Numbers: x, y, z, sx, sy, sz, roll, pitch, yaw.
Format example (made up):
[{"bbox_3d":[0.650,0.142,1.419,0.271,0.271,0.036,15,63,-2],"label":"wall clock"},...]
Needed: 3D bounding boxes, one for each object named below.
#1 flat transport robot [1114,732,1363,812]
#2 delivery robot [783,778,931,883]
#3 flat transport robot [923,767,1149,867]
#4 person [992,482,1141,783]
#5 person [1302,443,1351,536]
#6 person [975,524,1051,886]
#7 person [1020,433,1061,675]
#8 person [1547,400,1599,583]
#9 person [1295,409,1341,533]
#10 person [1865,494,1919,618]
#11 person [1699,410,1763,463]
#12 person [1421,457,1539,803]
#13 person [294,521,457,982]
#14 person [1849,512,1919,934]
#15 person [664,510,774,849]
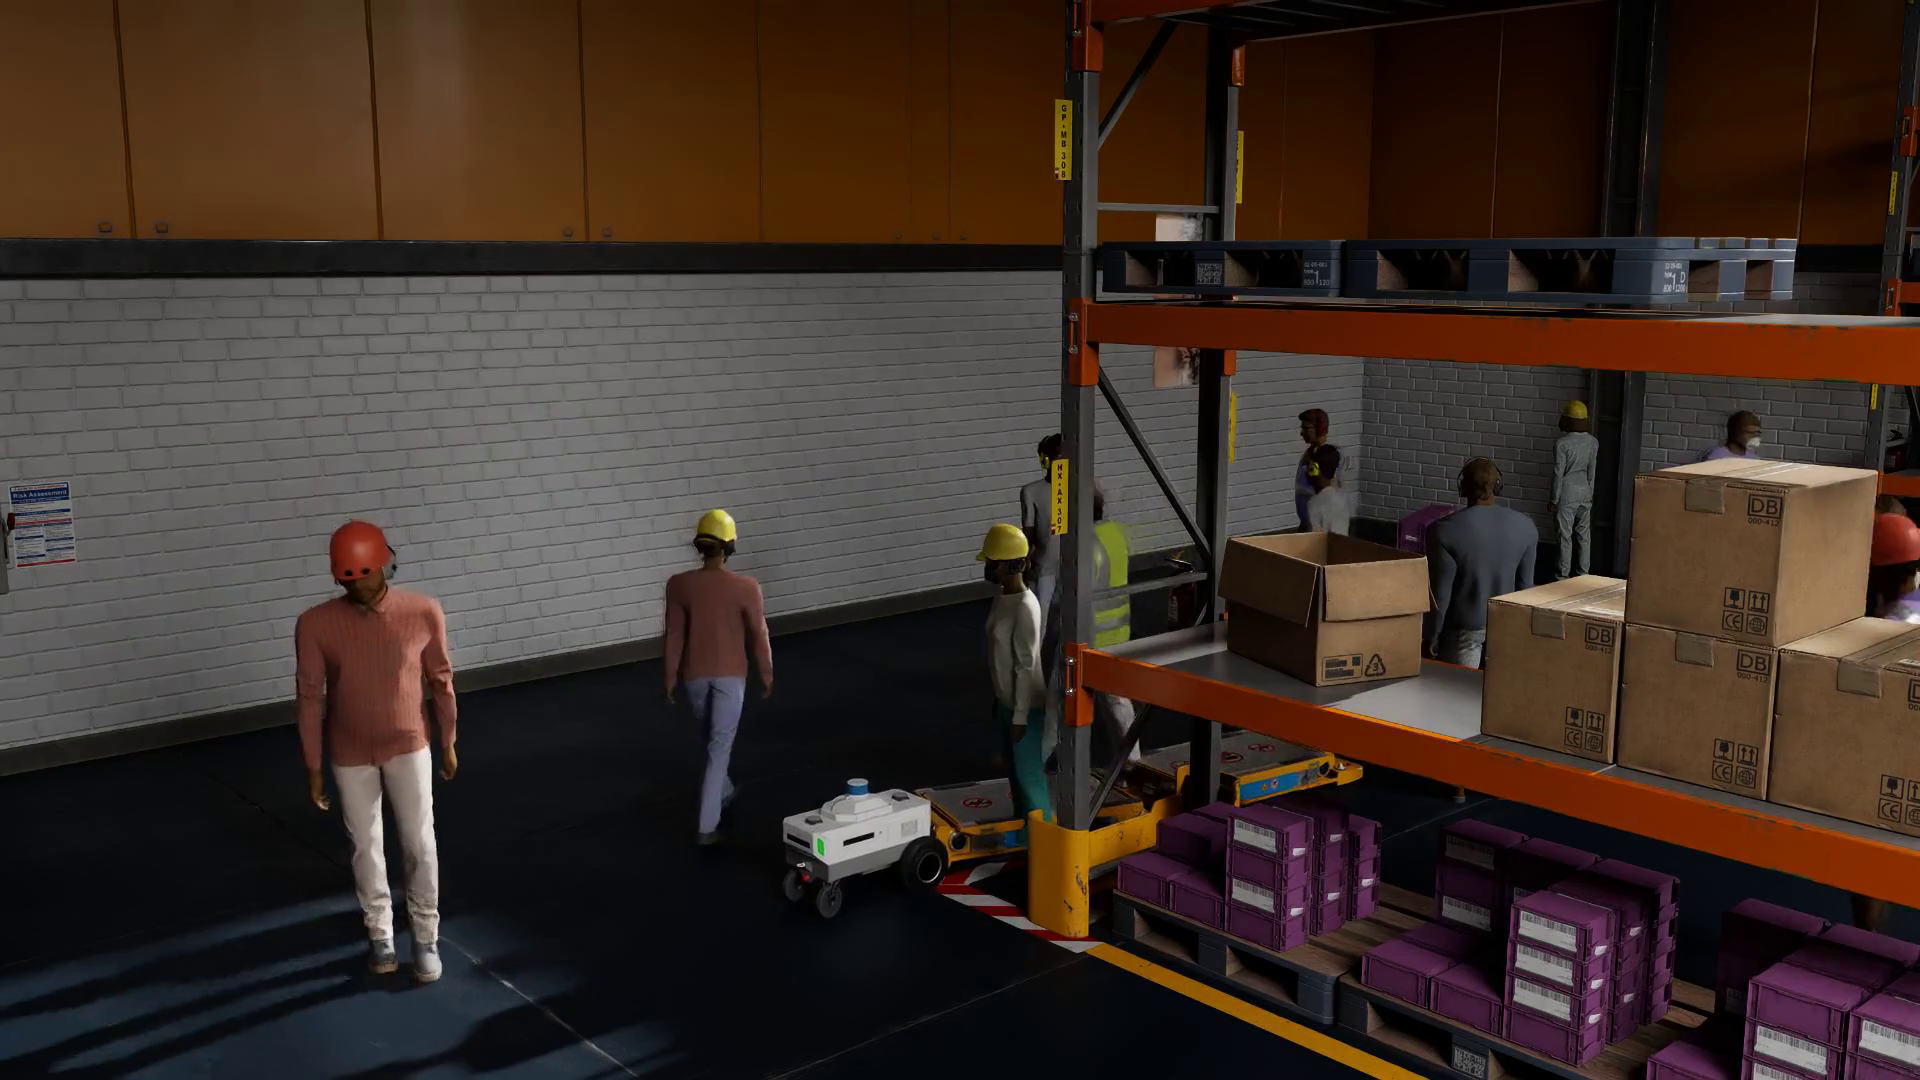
[{"bbox_3d":[1.548,1.304,9.418,1.431,0.197,0.652,-7,12,-34],"label":"flat transport robot"},{"bbox_3d":[-0.485,1.376,7.890,0.707,0.478,0.477,-8,13,-40],"label":"delivery robot"},{"bbox_3d":[0.292,1.432,8.667,1.431,0.197,0.652,-4,11,-22],"label":"flat transport robot"},{"bbox_3d":[0.639,0.555,9.317,0.952,1.804,0.654,5,11,28],"label":"person"},{"bbox_3d":[2.289,0.307,10.634,0.420,1.844,0.535,8,13,40],"label":"person"},{"bbox_3d":[0.246,0.789,8.094,0.357,1.759,0.525,-2,10,-14],"label":"person"},{"bbox_3d":[0.625,0.235,11.037,0.514,1.862,0.328,-7,12,-36],"label":"person"},{"bbox_3d":[5.526,-0.395,15.059,0.487,1.746,0.289,-4,11,-24],"label":"person"},{"bbox_3d":[2.834,-0.126,13.206,0.390,1.840,0.565,-1,10,-5],"label":"person"},{"bbox_3d":[4.600,0.669,8.597,0.809,1.817,0.551,2,10,9],"label":"person"},{"bbox_3d":[5.609,0.017,12.093,0.657,1.928,0.416,-5,11,-29],"label":"person"},{"bbox_3d":[2.870,0.503,9.248,0.627,1.935,0.371,-1,10,-8],"label":"person"},{"bbox_3d":[-2.406,0.885,6.915,0.613,1.961,0.627,-3,10,-18],"label":"person"},{"bbox_3d":[3.915,0.886,6.795,0.609,2.010,0.727,-9,14,-44],"label":"person"},{"bbox_3d":[-1.267,0.700,8.733,0.549,1.715,0.924,2,10,13],"label":"person"}]
